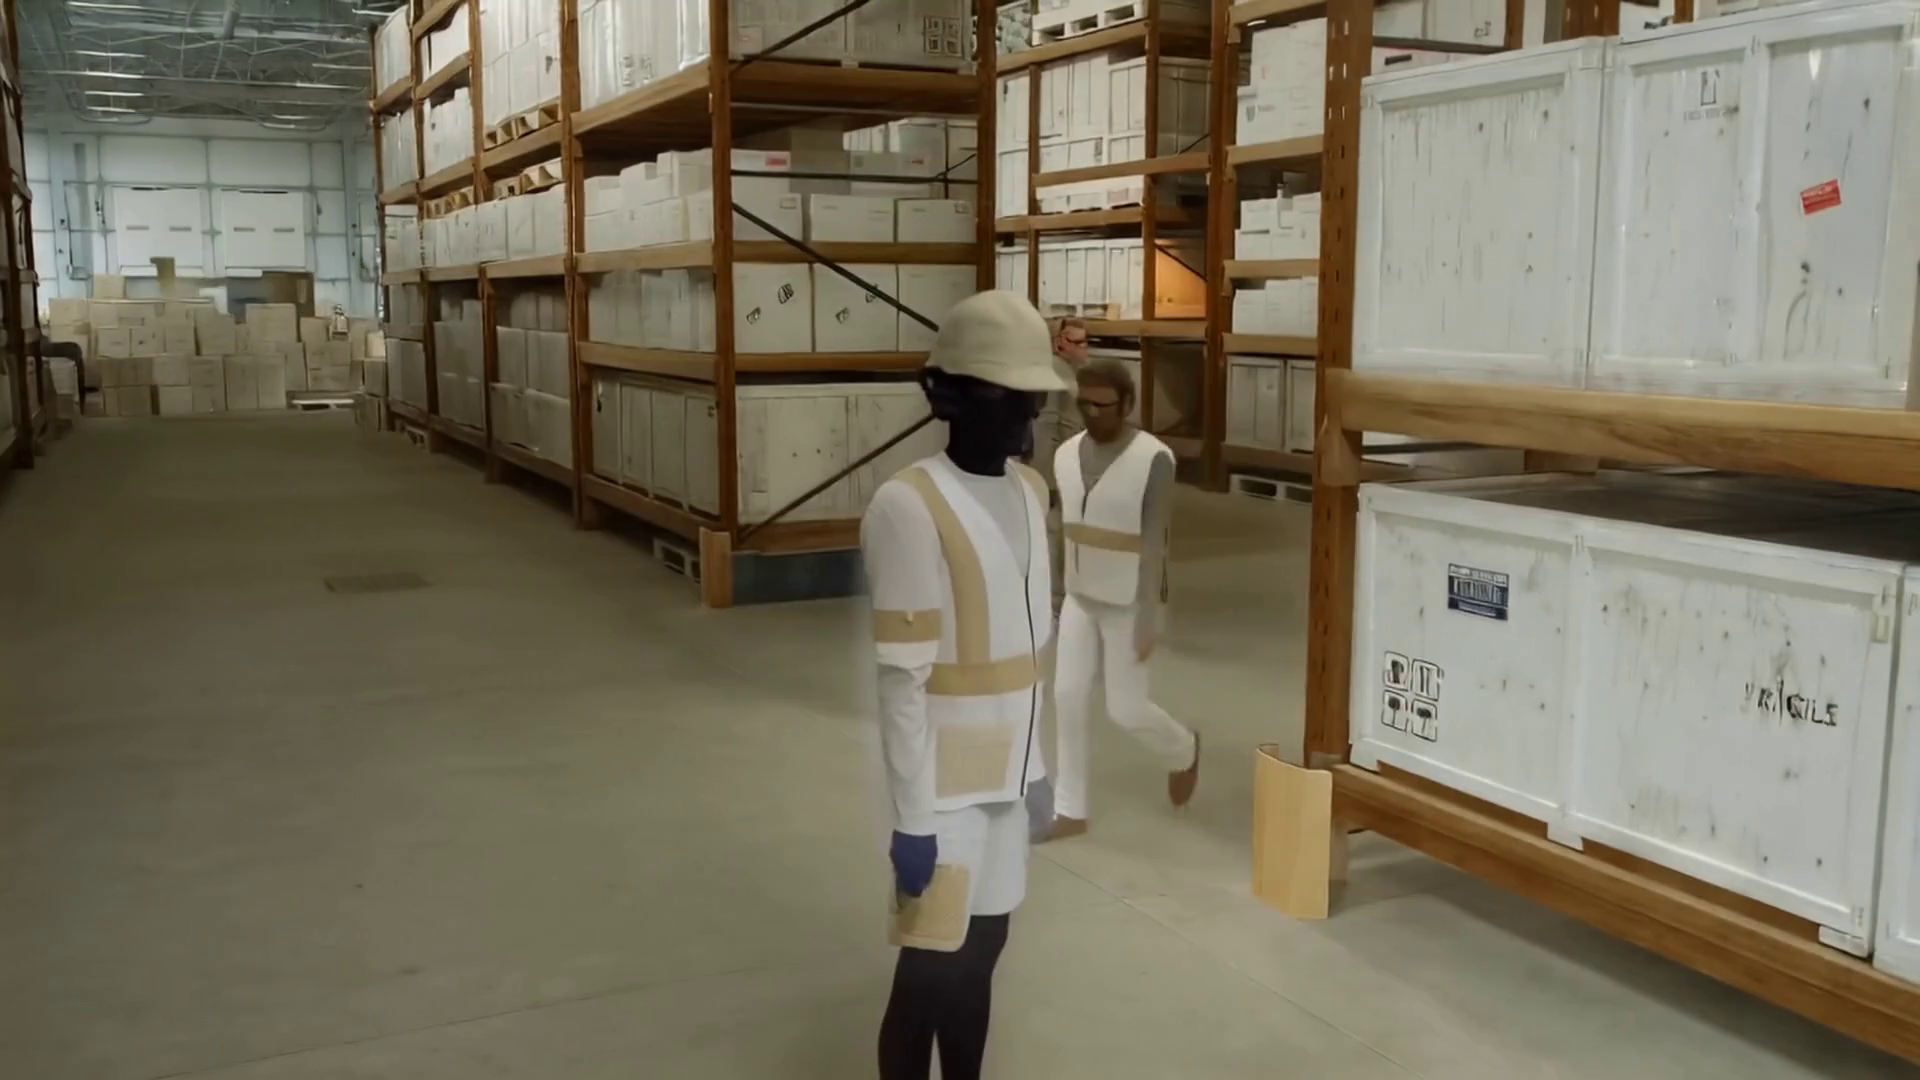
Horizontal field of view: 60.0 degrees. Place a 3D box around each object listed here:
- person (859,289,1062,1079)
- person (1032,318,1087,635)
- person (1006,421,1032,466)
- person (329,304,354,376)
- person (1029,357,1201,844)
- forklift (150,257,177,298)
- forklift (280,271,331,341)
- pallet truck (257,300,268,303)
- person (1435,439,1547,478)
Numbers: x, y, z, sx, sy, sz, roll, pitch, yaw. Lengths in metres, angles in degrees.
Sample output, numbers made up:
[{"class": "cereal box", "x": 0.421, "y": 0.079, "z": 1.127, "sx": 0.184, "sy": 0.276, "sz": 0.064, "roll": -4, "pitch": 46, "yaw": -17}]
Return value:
[{"class": "person", "x": 0.043, "y": 0.497, "z": 3.547, "sx": 0.394, "sy": 2.040, "sz": 0.609, "roll": 5, "pitch": 10, "yaw": 30}, {"class": "person", "x": 0.645, "y": -0.387, "z": 10.092, "sx": 0.406, "sy": 1.910, "sz": 0.639, "roll": 3, "pitch": 9, "yaw": 20}, {"class": "person", "x": 0.287, "y": -0.387, "z": 10.866, "sx": 0.423, "sy": 1.674, "sz": 0.562, "roll": -3, "pitch": 9, "yaw": -19}, {"class": "person", "x": -16.377, "y": -5.281, "z": 43.935, "sx": 0.574, "sy": 1.888, "sz": 0.991, "roll": -8, "pitch": 11, "yaw": -43}, {"class": "person", "x": 0.607, "y": 0.227, "z": 6.182, "sx": 0.667, "sy": 1.815, "sz": 0.597, "roll": -7, "pitch": 11, "yaw": -42}, {"class": "forklift", "x": -15.439, "y": -4.114, "z": 32.461, "sx": 1.873, "sy": 2.768, "sz": 1.129, "roll": -4, "pitch": 9, "yaw": -26}, {"class": "forklift", "x": -19.063, "y": -6.376, "z": 48.057, "sx": 1.873, "sy": 2.768, "sz": 1.129, "roll": 6, "pitch": 10, "yaw": 37}, {"class": "pallet truck", "x": -23.913, "y": -7.404, "z": 58.171, "sx": 1.885, "sy": 1.965, "sz": 0.823, "roll": -1, "pitch": 8, "yaw": -9}, {"class": "person", "x": 2.449, "y": -0.031, "z": 7.696, "sx": 0.712, "sy": 1.889, "sz": 0.655, "roll": -4, "pitch": 9, "yaw": -24}]
